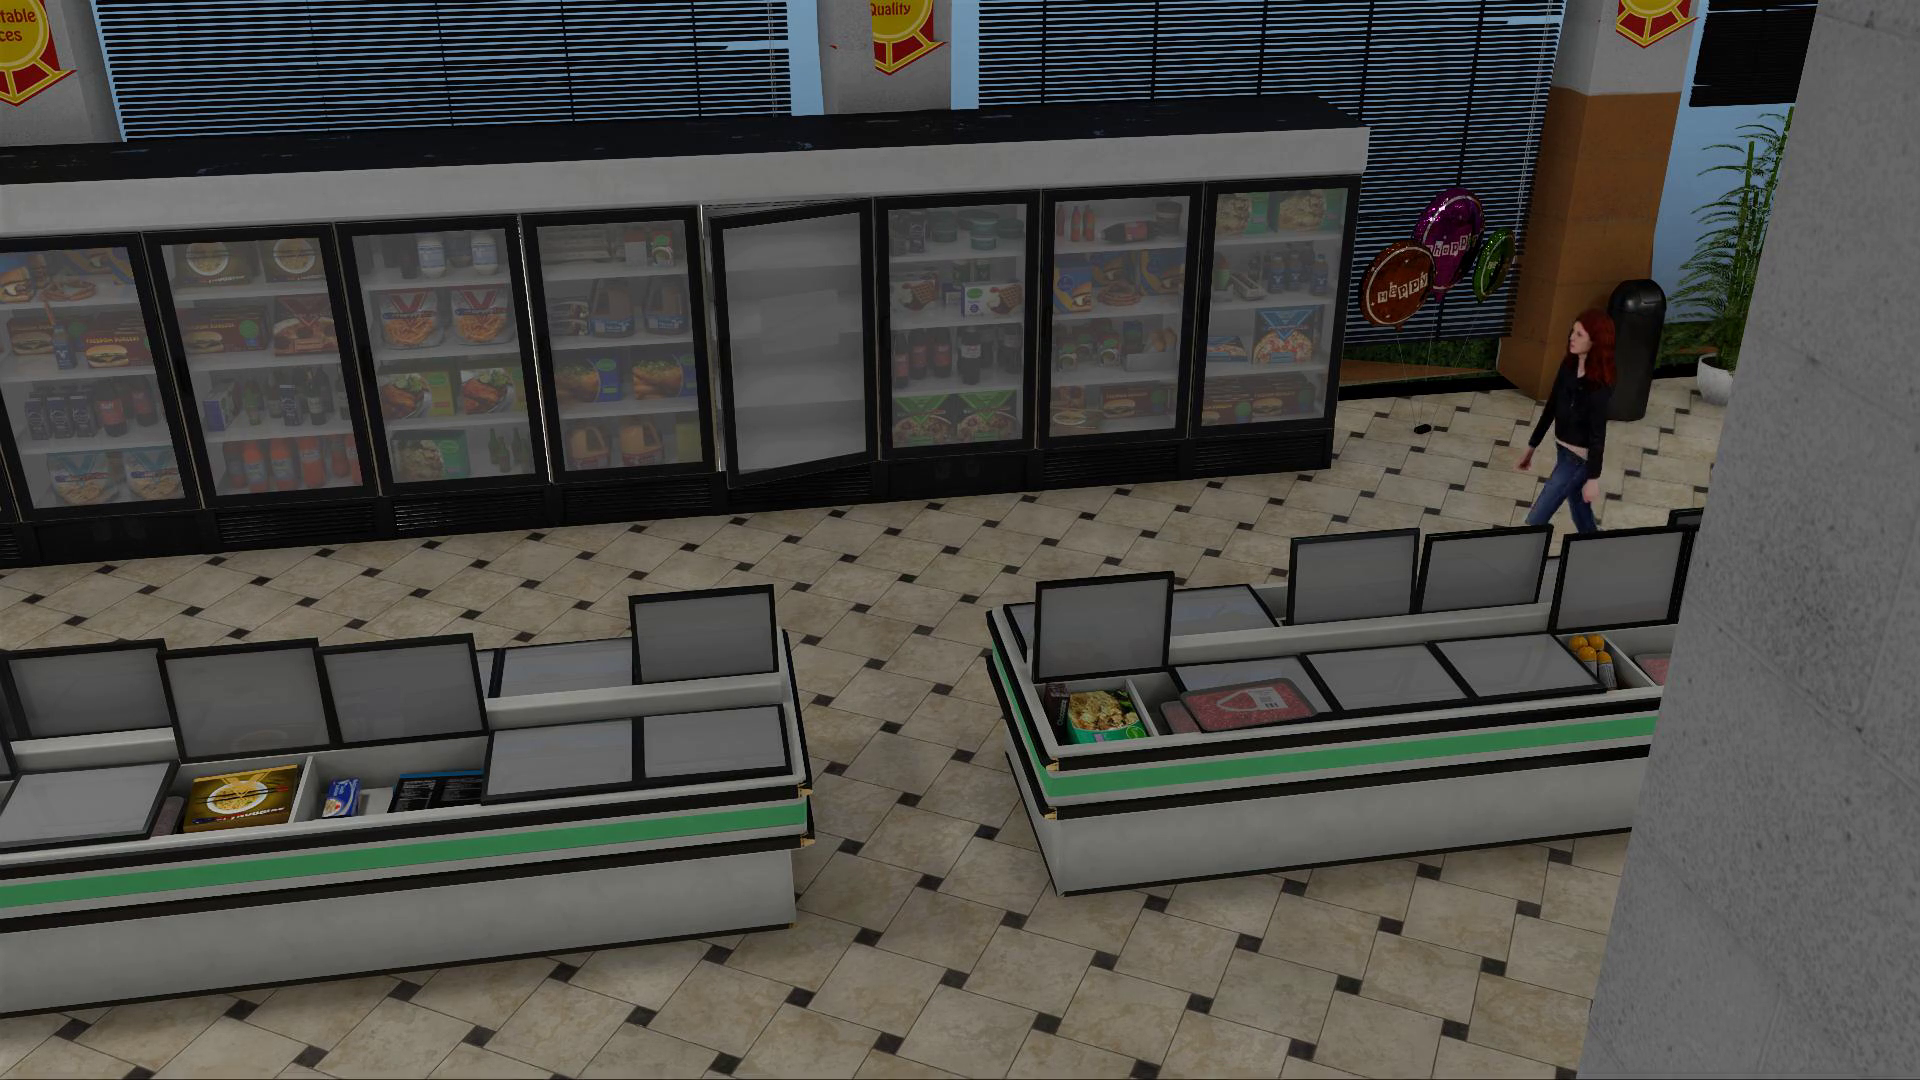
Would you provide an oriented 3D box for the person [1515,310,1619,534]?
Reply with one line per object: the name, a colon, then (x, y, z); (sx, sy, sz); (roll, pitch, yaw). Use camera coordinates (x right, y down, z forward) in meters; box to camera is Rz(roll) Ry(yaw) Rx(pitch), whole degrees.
person: (3.434, -0.385, 9.097); (1.177, 1.739, 0.689); (-2, 27, -3)
